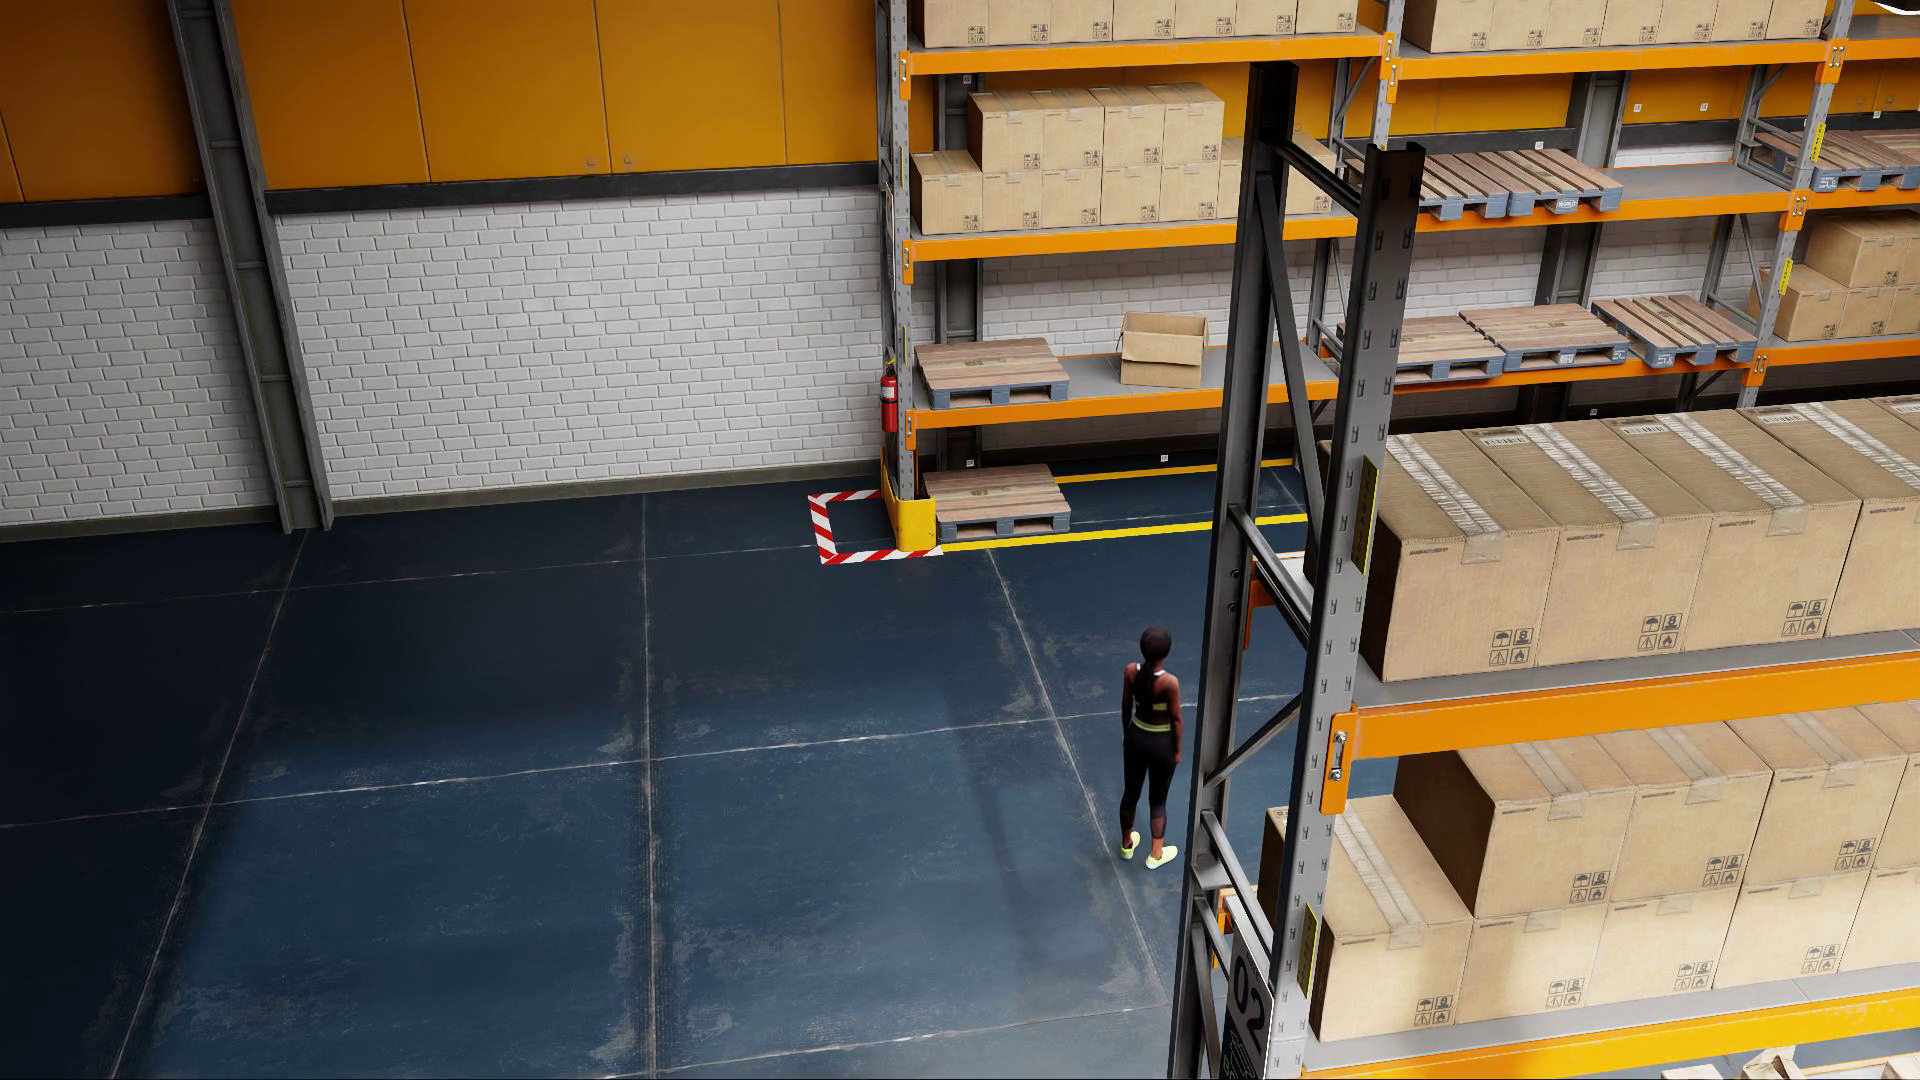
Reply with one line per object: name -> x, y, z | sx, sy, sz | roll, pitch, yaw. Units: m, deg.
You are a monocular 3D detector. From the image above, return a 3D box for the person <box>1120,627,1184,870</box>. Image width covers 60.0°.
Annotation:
person -> 1.205, 1.323, 10.608 | 0.632, 1.755, 0.699 | 17, 33, 28
